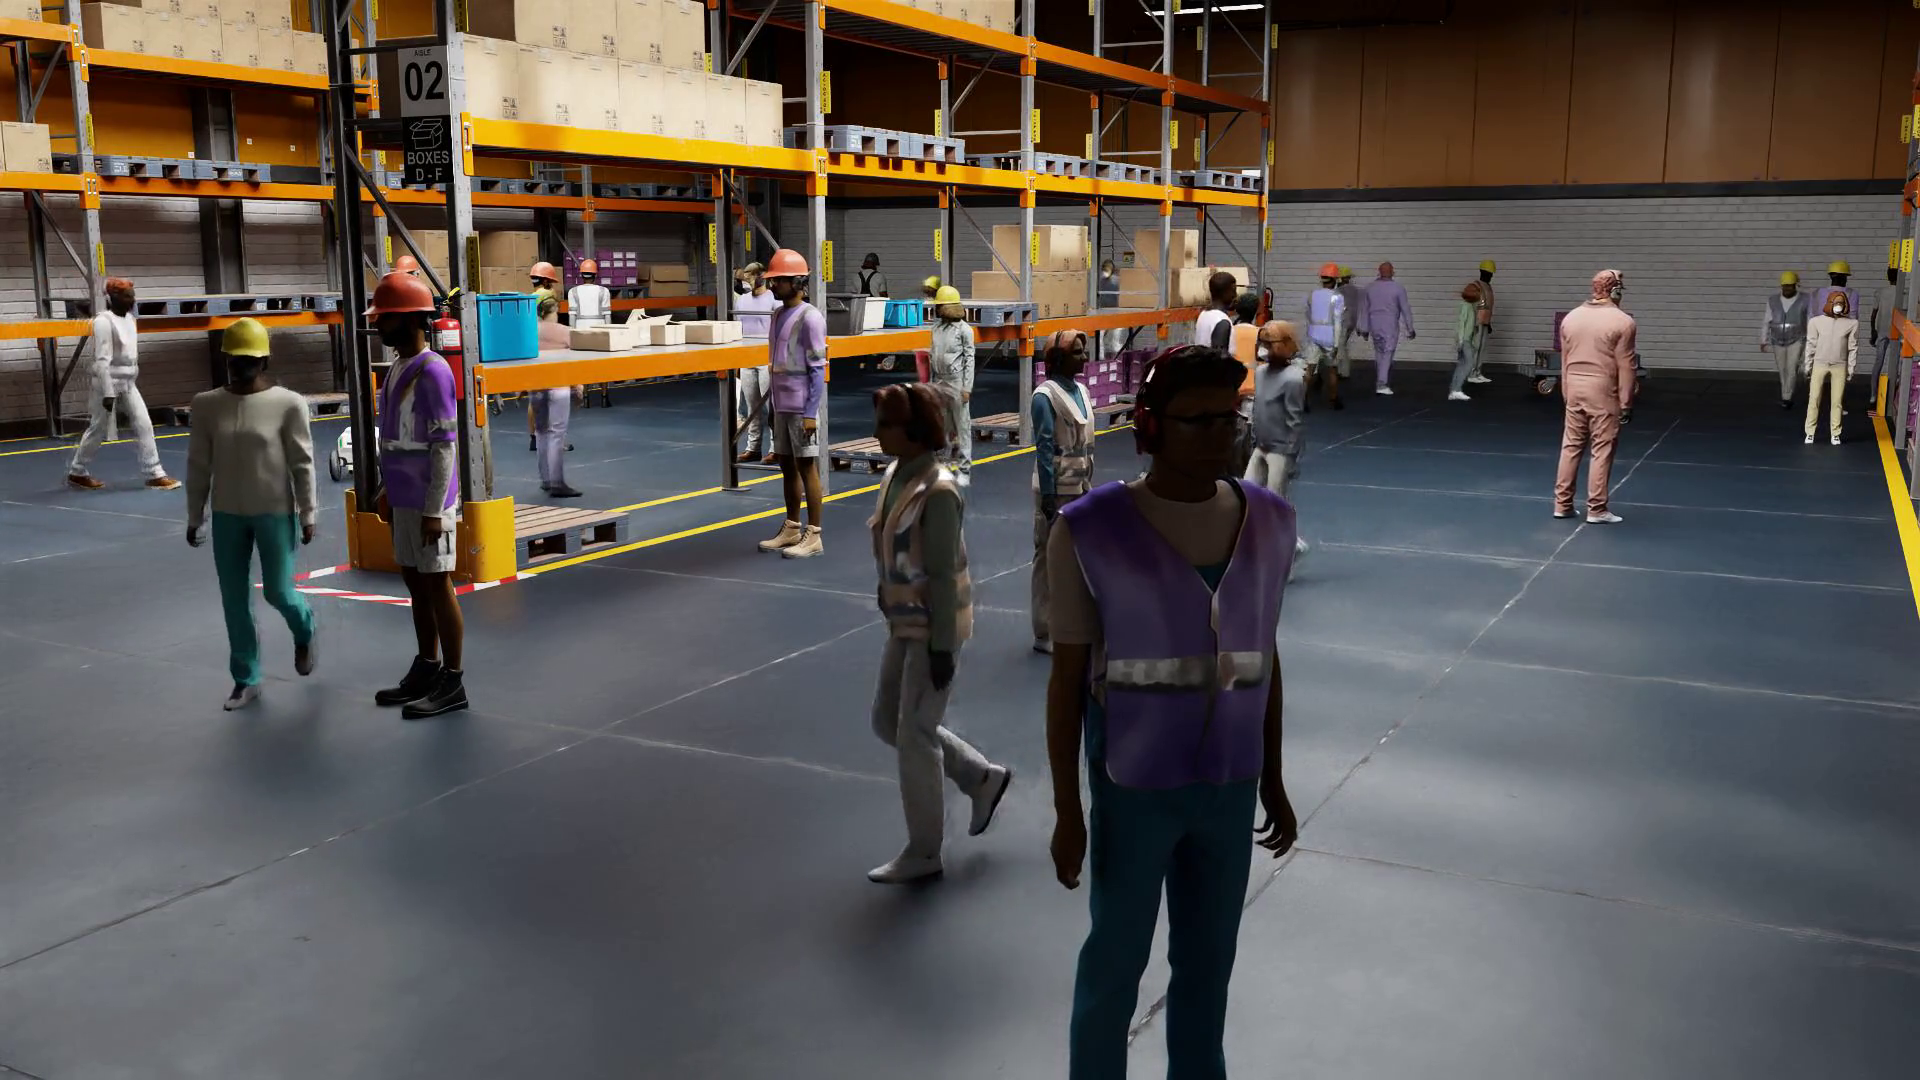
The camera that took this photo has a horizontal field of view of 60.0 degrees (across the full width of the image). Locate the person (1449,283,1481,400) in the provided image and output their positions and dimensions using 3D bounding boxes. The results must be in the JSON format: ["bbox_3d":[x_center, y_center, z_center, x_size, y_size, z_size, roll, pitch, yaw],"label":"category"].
[{"bbox_3d":[6.924,-2.707,22.814,0.348,1.605,0.580,4,11,23],"label":"person"}]

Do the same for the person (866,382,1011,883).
[{"bbox_3d":[-0.069,0.294,5.373,0.462,1.619,0.542,-4,10,-20],"label":"person"}]

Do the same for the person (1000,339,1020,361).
[{"bbox_3d":[0.962,-4.345,31.322,0.631,1.938,0.362,-2,10,-10],"label":"person"}]

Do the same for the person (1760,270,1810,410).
[{"bbox_3d":[10.639,-2.570,21.459,0.868,1.788,0.616,-10,14,-44],"label":"person"}]

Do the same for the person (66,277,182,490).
[{"bbox_3d":[-7.193,-1.307,14.094,0.961,1.824,0.597,1,10,6],"label":"person"}]

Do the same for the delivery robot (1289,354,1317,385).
[{"bbox_3d":[4.891,-2.454,24.110,0.477,0.478,0.707,7,12,37],"label":"delivery robot"}]

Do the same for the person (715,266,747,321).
[{"bbox_3d":[-3.430,-3.268,25.433,0.648,1.821,0.432,2,10,14],"label":"person"}]

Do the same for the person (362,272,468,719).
[{"bbox_3d":[-2.389,-0.193,7.292,0.354,1.939,0.545,-8,13,-38],"label":"person"}]

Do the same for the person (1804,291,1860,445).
[{"bbox_3d":[9.200,-1.815,17.584,0.498,1.629,0.276,4,11,22],"label":"person"}]

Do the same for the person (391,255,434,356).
[{"bbox_3d":[-6.548,-2.395,19.879,0.610,1.993,0.380,3,10,19],"label":"person"}]

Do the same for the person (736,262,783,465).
[{"bbox_3d":[-1.908,-1.689,15.956,0.631,1.935,0.362,7,12,35],"label":"person"}]

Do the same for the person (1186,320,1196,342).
[{"bbox_3d":[3.847,-3.591,27.310,0.425,1.827,0.631,0,10,2],"label":"person"}]

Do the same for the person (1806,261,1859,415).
[{"bbox_3d":[10.872,-2.511,20.748,0.383,1.924,0.589,-9,13,-42],"label":"person"}]

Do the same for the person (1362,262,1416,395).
[{"bbox_3d":[6.162,-3.020,23.820,0.684,1.882,0.700,-9,13,-42],"label":"person"}]

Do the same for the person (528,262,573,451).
[{"bbox_3d":[-4.228,-1.857,16.941,0.543,1.932,0.365,8,12,37],"label":"person"}]

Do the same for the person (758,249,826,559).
[{"bbox_3d":[-1.123,-0.898,11.068,0.375,2.043,0.610,-7,12,-35],"label":"person"}]

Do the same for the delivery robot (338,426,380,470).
[{"bbox_3d":[-5.396,-0.880,14.993,0.477,0.478,0.707,-2,10,-14],"label":"delivery robot"}]

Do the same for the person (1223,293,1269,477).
[{"bbox_3d":[2.456,-1.291,14.377,0.563,1.671,0.634,2,10,13],"label":"person"}]

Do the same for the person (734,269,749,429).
[{"bbox_3d":[-2.563,-2.212,19.263,0.429,1.839,0.633,0,10,1],"label":"person"}]

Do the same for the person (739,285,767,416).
[{"bbox_3d":[-2.555,-2.415,20.603,0.611,1.786,0.924,8,13,40],"label":"person"}]

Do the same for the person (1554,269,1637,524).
[{"bbox_3d":[4.799,-1.069,12.489,0.397,1.901,0.646,-6,11,-30],"label":"person"}]

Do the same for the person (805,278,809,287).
[{"bbox_3d":[-1.788,-2.161,18.965,0.634,1.840,0.429,0,10,2],"label":"person"}]

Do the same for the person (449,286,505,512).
[{"bbox_3d":[-3.844,-1.148,13.035,0.520,1.865,0.328,-3,10,-15],"label":"person"}]

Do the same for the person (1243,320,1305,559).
[{"bbox_3d":[1.906,-0.521,10.091,0.373,1.619,0.524,-3,10,-19],"label":"person"}]

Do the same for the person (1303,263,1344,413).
[{"bbox_3d":[4.593,-2.552,21.100,0.563,1.899,0.974,7,12,37],"label":"person"}]

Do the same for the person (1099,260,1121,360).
[{"bbox_3d":[2.390,-3.559,26.855,0.642,1.908,0.638,8,13,39],"label":"person"}]

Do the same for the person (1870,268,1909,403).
[{"bbox_3d":[12.503,-2.762,22.353,0.331,1.874,0.519,-6,12,-32],"label":"person"}]

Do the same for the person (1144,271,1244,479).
[{"bbox_3d":[2.004,-1.246,13.575,0.946,1.884,0.599,-1,10,-7],"label":"person"}]

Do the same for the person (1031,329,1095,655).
[{"bbox_3d":[0.521,-0.246,8.449,0.307,1.645,0.514,5,11,28],"label":"person"}]

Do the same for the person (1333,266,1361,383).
[{"bbox_3d":[5.935,-3.367,26.036,0.613,1.803,0.660,-8,12,-38],"label":"person"}]

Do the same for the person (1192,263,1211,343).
[{"bbox_3d":[3.949,-3.539,26.859,0.633,1.868,0.595,0,10,0],"label":"person"}]

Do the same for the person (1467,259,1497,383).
[{"bbox_3d":[8.160,-3.411,25.981,0.379,1.918,0.585,8,12,38],"label":"person"}]

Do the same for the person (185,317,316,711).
[{"bbox_3d":[-3.171,-0.132,7.506,0.559,1.747,0.510,0,10,-3],"label":"person"}]

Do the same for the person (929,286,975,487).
[{"bbox_3d":[-0.092,-1.324,14.409,0.487,1.741,0.312,9,13,42],"label":"person"}]

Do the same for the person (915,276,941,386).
[{"bbox_3d":[-0.306,-2.181,19.353,0.534,1.751,0.570,6,11,29],"label":"person"}]

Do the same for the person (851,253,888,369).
[{"bbox_3d":[-1.532,-4.018,29.135,0.676,2.000,0.536,4,11,24],"label":"person"}]

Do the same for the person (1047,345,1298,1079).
[{"bbox_3d":[0.435,0.516,3.459,0.575,1.841,0.375,-5,11,-25],"label":"person"}]

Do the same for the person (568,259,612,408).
[{"bbox_3d":[-4.815,-2.681,21.690,0.545,1.939,0.374,-1,10,-9],"label":"person"}]

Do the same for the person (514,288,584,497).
[{"bbox_3d":[-3.423,-1.236,13.946,0.597,1.718,0.592,2,10,9],"label":"person"}]

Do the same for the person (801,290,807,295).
[{"bbox_3d":[-1.746,-1.977,18.479,0.306,1.640,0.522,-5,11,-28],"label":"person"}]
